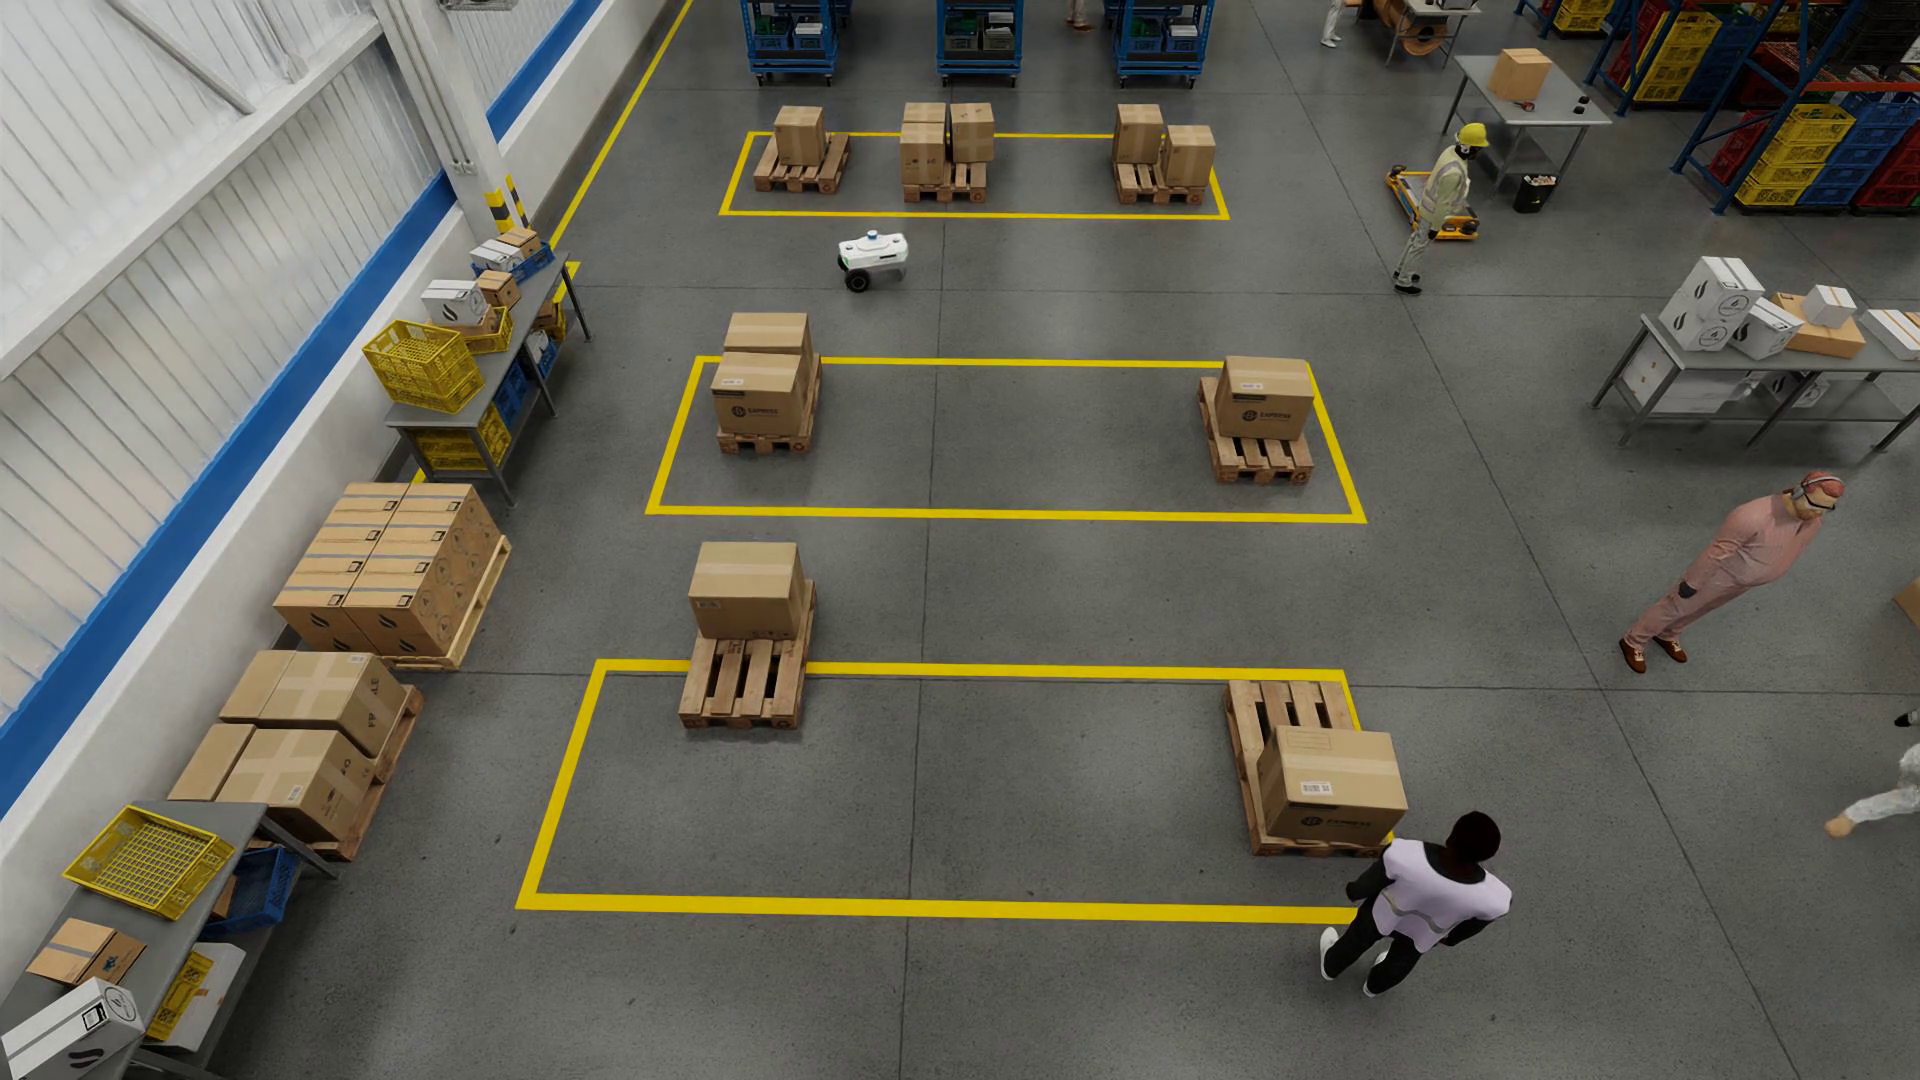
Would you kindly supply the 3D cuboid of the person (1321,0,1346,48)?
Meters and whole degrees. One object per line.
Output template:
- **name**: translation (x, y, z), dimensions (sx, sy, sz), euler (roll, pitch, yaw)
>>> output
- **person**: translation (5.855, -8.415, 13.901), dimensions (0.313, 1.638, 0.513), euler (24, 53, 20)

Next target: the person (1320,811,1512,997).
- **person**: translation (2.320, 1.936, 4.759), dimensions (0.587, 1.916, 0.391), euler (21, 52, 17)

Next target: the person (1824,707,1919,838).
- **person**: translation (6.087, 1.266, 5.423), dimensions (0.742, 1.800, 0.721), euler (-17, 51, -15)

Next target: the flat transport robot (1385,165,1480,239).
- **flat transport robot**: translation (5.692, -4.094, 11.059), dimensions (0.652, 0.197, 1.431), euler (1, 49, 1)

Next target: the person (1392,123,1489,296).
- **person**: translation (4.918, -3.384, 9.427), dimensions (0.403, 1.826, 0.595), euler (15, 51, 12)

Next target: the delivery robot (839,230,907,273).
- **delivery robot**: translation (-0.938, -3.127, 9.976), dimensions (0.707, 0.478, 0.477), euler (-12, 50, -10)

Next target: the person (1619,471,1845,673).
- **person**: translation (5.248, 0.241, 6.234), dimensions (0.651, 1.904, 0.402), euler (-10, 50, -9)

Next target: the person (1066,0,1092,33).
- **person**: translation (1.934, -8.968, 14.148), dimensions (0.398, 1.989, 0.621), euler (-11, 50, -9)
